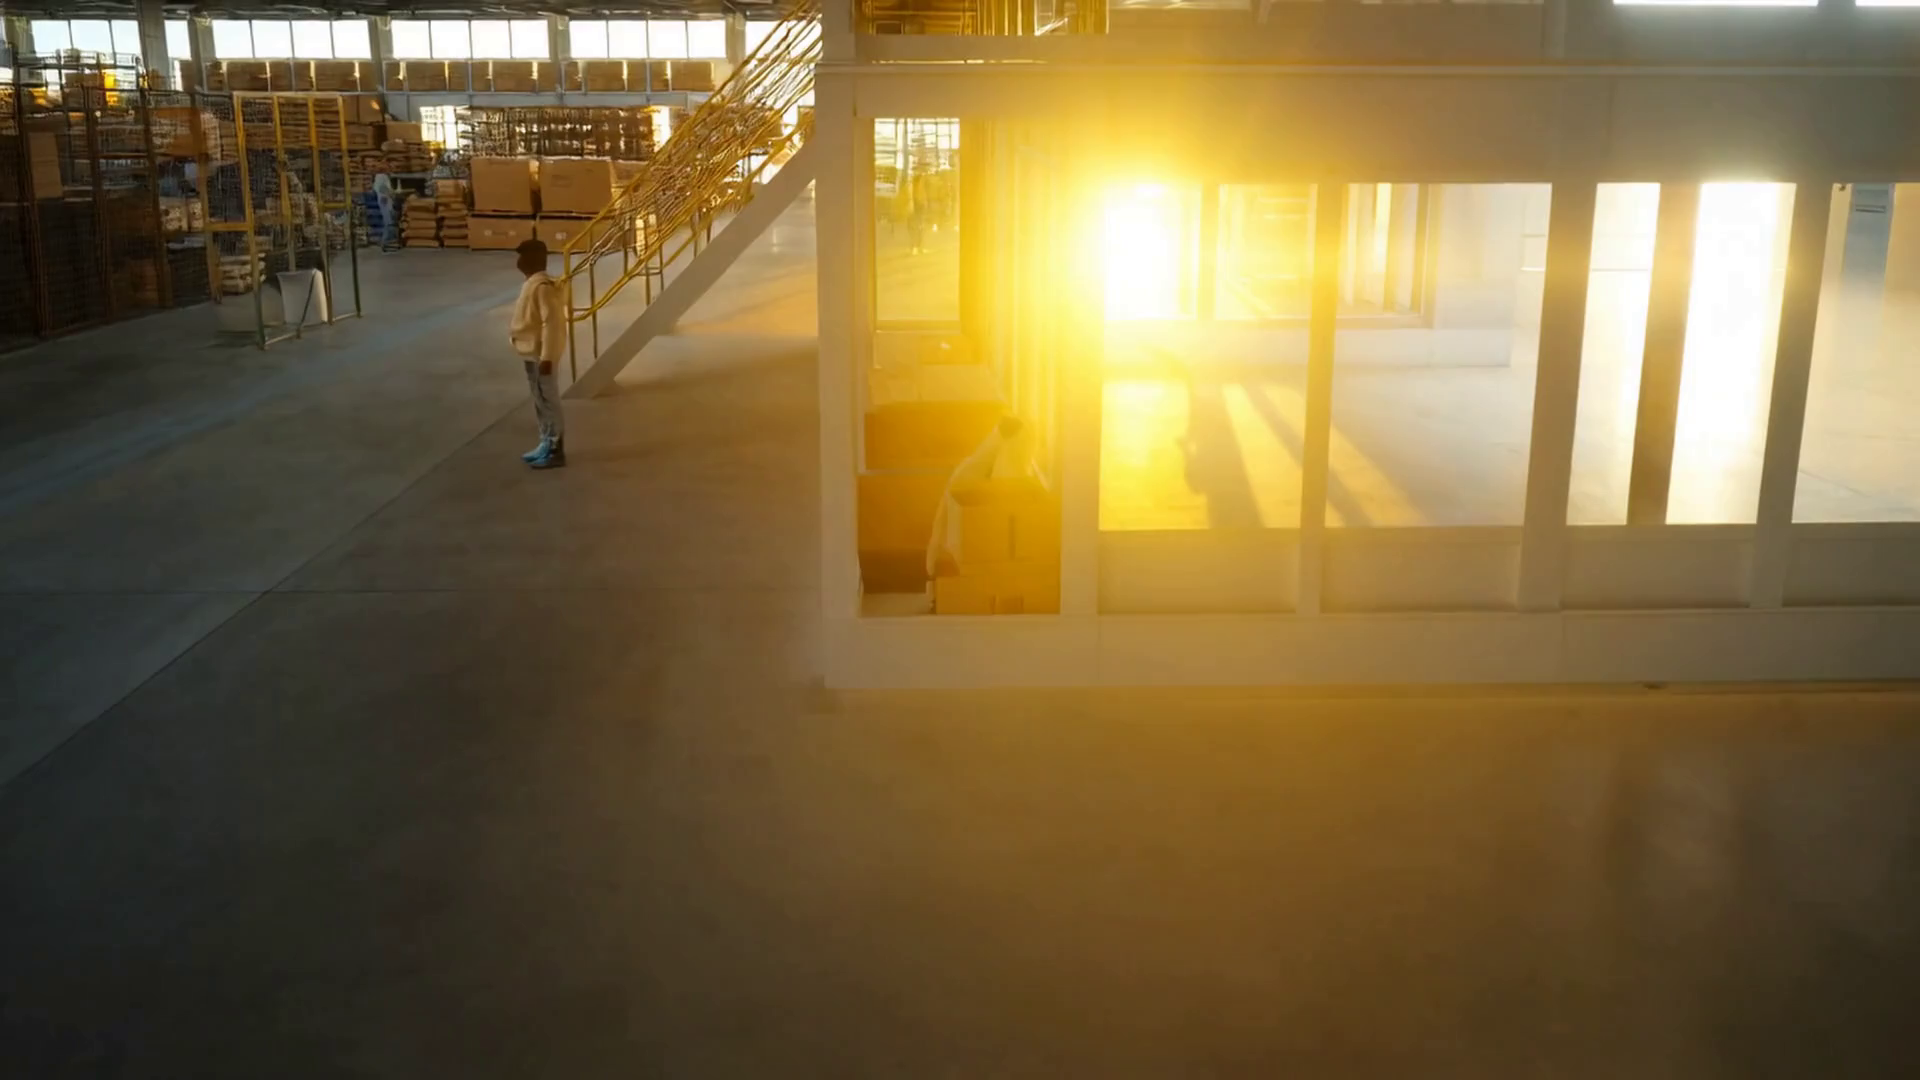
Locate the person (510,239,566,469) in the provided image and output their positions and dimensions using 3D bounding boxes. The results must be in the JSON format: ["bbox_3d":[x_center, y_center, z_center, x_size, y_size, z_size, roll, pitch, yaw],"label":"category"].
[{"bbox_3d":[-3.406,-1.504,13.453,0.429,1.840,0.637,-6,15,-22],"label":"person"}]

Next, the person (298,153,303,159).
[{"bbox_3d":[-25.284,-14.053,63.965,0.547,1.669,0.483,-5,15,-19],"label":"person"}]

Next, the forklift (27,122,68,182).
[{"bbox_3d":[-35.376,-14.773,64.377,1.129,2.768,1.873,-1,14,-2],"label":"forklift"}]

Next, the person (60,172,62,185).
[{"bbox_3d":[-17.725,-6.364,32.850,0.328,1.861,0.502,-13,19,-41],"label":"person"}]

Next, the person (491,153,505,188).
[{"bbox_3d":[-16.174,-12.638,58.133,0.531,1.745,0.682,6,15,24],"label":"person"}]

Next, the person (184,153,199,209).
[{"bbox_3d":[-24.651,-11.550,53.634,0.589,1.819,0.460,-1,14,-5],"label":"person"}]

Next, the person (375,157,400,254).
[{"bbox_3d":[-12.266,-7.141,35.571,0.377,2.045,0.605,-6,15,-22],"label":"person"}]

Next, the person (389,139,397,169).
[{"bbox_3d":[-27.960,-18.772,82.158,0.624,1.993,0.385,13,19,41],"label":"person"}]

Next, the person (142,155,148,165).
[{"bbox_3d":[-35.031,-16.194,71.966,0.636,1.939,0.362,-8,16,-29],"label":"person"}]
